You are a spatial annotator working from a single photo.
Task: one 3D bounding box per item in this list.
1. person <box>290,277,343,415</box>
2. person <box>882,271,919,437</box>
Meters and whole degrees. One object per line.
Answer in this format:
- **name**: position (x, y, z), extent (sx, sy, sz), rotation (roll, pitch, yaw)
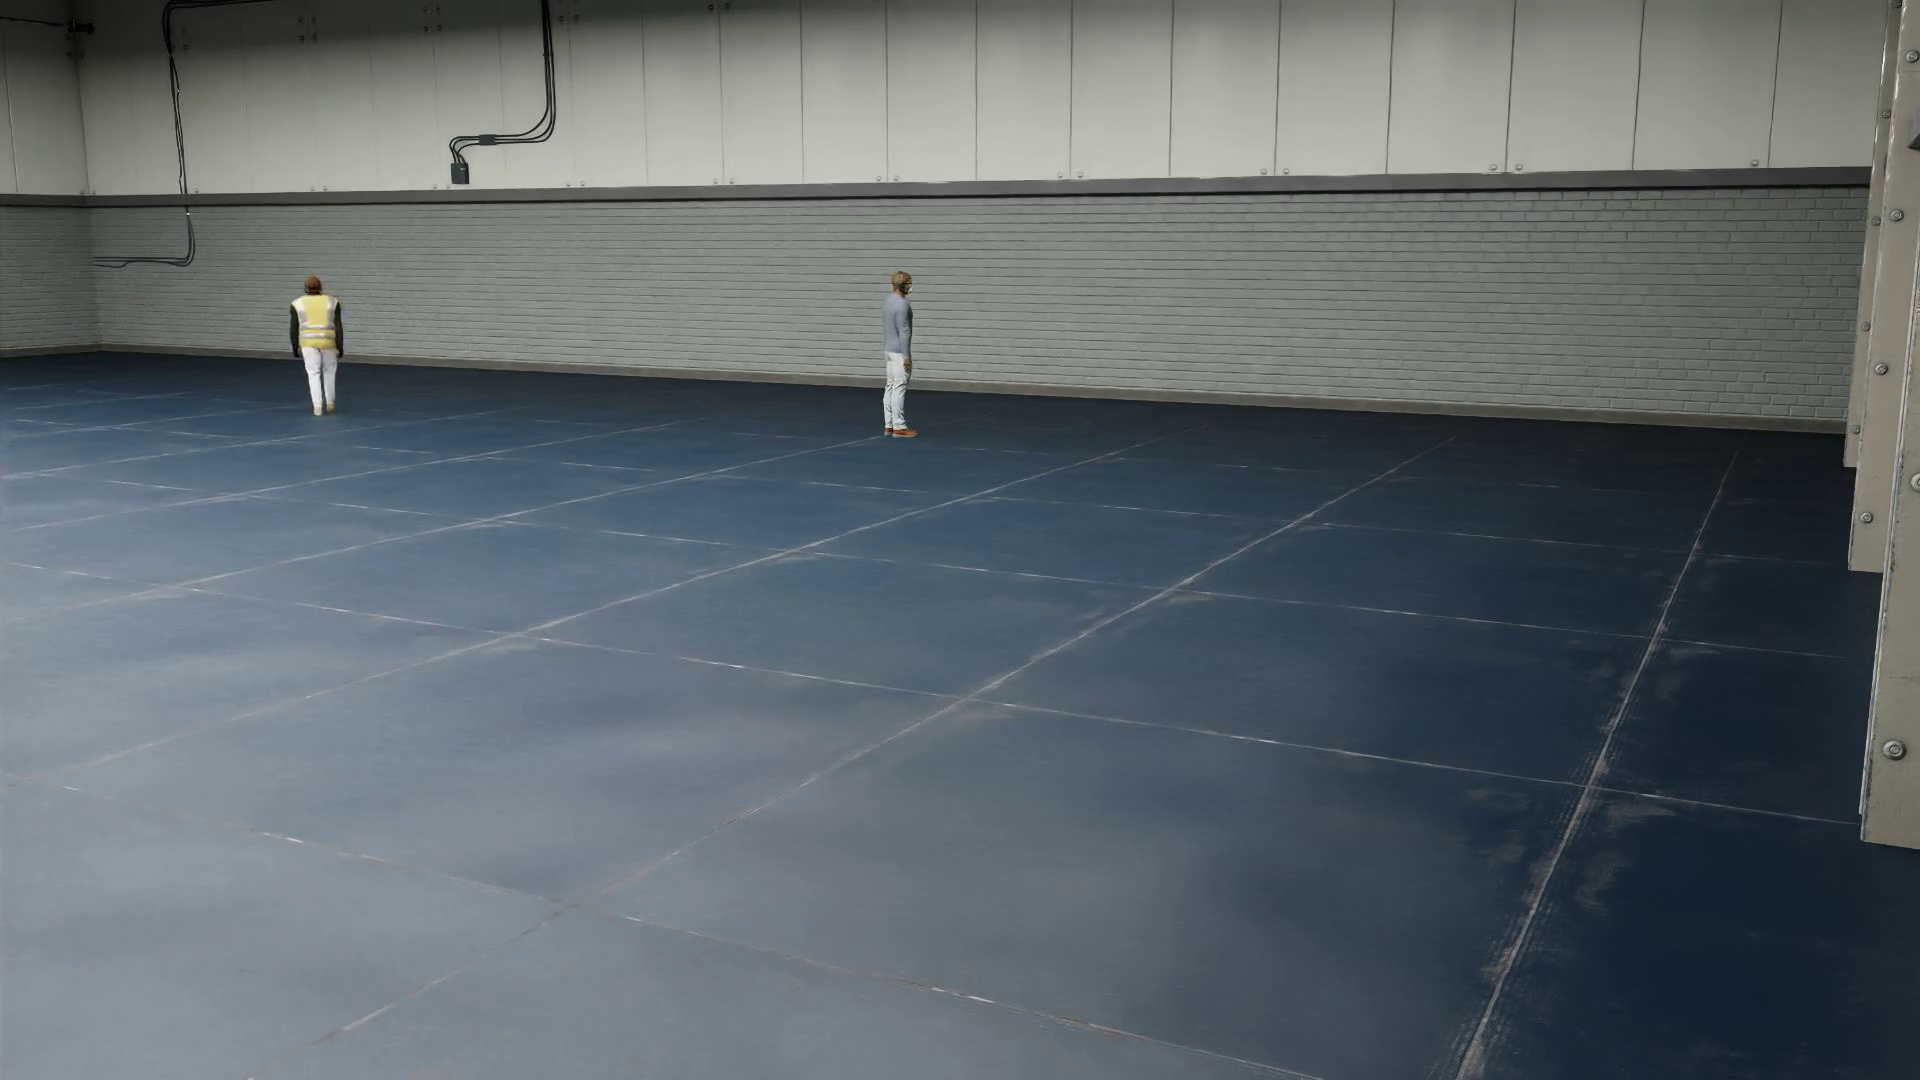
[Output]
- **person**: position (-8.542, -2.582, 22.094), extent (0.650, 1.790, 0.946), rotation (-4, 11, -23)
- **person**: position (-0.715, -2.171, 19.463), extent (0.352, 1.937, 0.635), rotation (-4, 11, -20)
